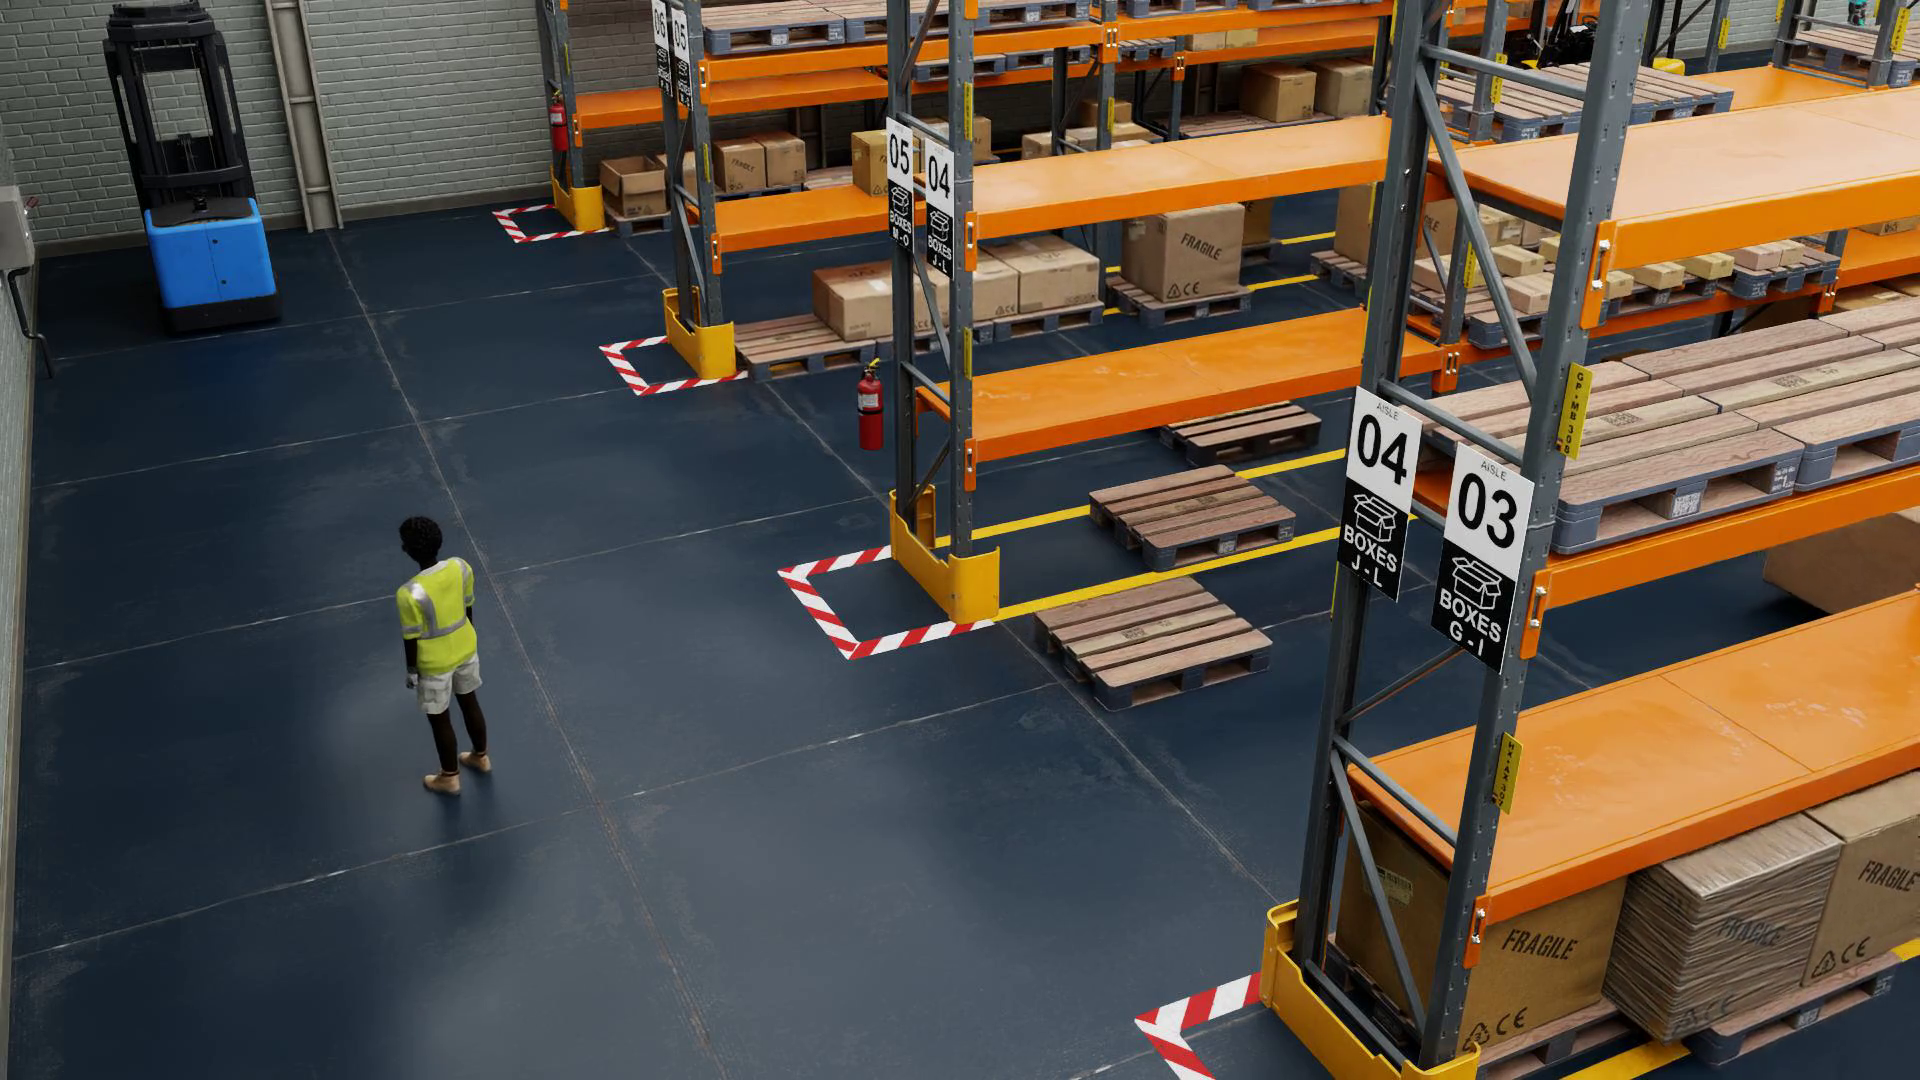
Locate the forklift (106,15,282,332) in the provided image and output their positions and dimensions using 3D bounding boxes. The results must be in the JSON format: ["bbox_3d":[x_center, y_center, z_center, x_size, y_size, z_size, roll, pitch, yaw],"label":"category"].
[{"bbox_3d":[-7.548,-3.672,16.323,1.129,2.768,1.873,-12,30,-22],"label":"forklift"}]

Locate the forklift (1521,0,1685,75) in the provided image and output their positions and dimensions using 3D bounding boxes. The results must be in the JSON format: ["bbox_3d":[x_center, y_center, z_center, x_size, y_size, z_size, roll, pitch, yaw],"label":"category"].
[{"bbox_3d":[8.950,-6.807,23.056,1.214,2.155,2.313,-12,30,-22],"label":"forklift"}]

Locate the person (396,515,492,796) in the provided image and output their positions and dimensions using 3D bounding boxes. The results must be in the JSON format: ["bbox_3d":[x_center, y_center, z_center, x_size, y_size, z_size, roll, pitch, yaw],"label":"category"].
[{"bbox_3d":[-2.894,0.644,9.328,0.322,1.686,0.537,13,30,24],"label":"person"}]

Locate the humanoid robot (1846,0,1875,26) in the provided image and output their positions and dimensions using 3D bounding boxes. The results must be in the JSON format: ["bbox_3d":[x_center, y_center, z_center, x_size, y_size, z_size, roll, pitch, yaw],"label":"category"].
[{"bbox_3d":[14.078,-8.001,25.832,0.553,1.792,0.669,-24,36,-38],"label":"humanoid robot"}]
